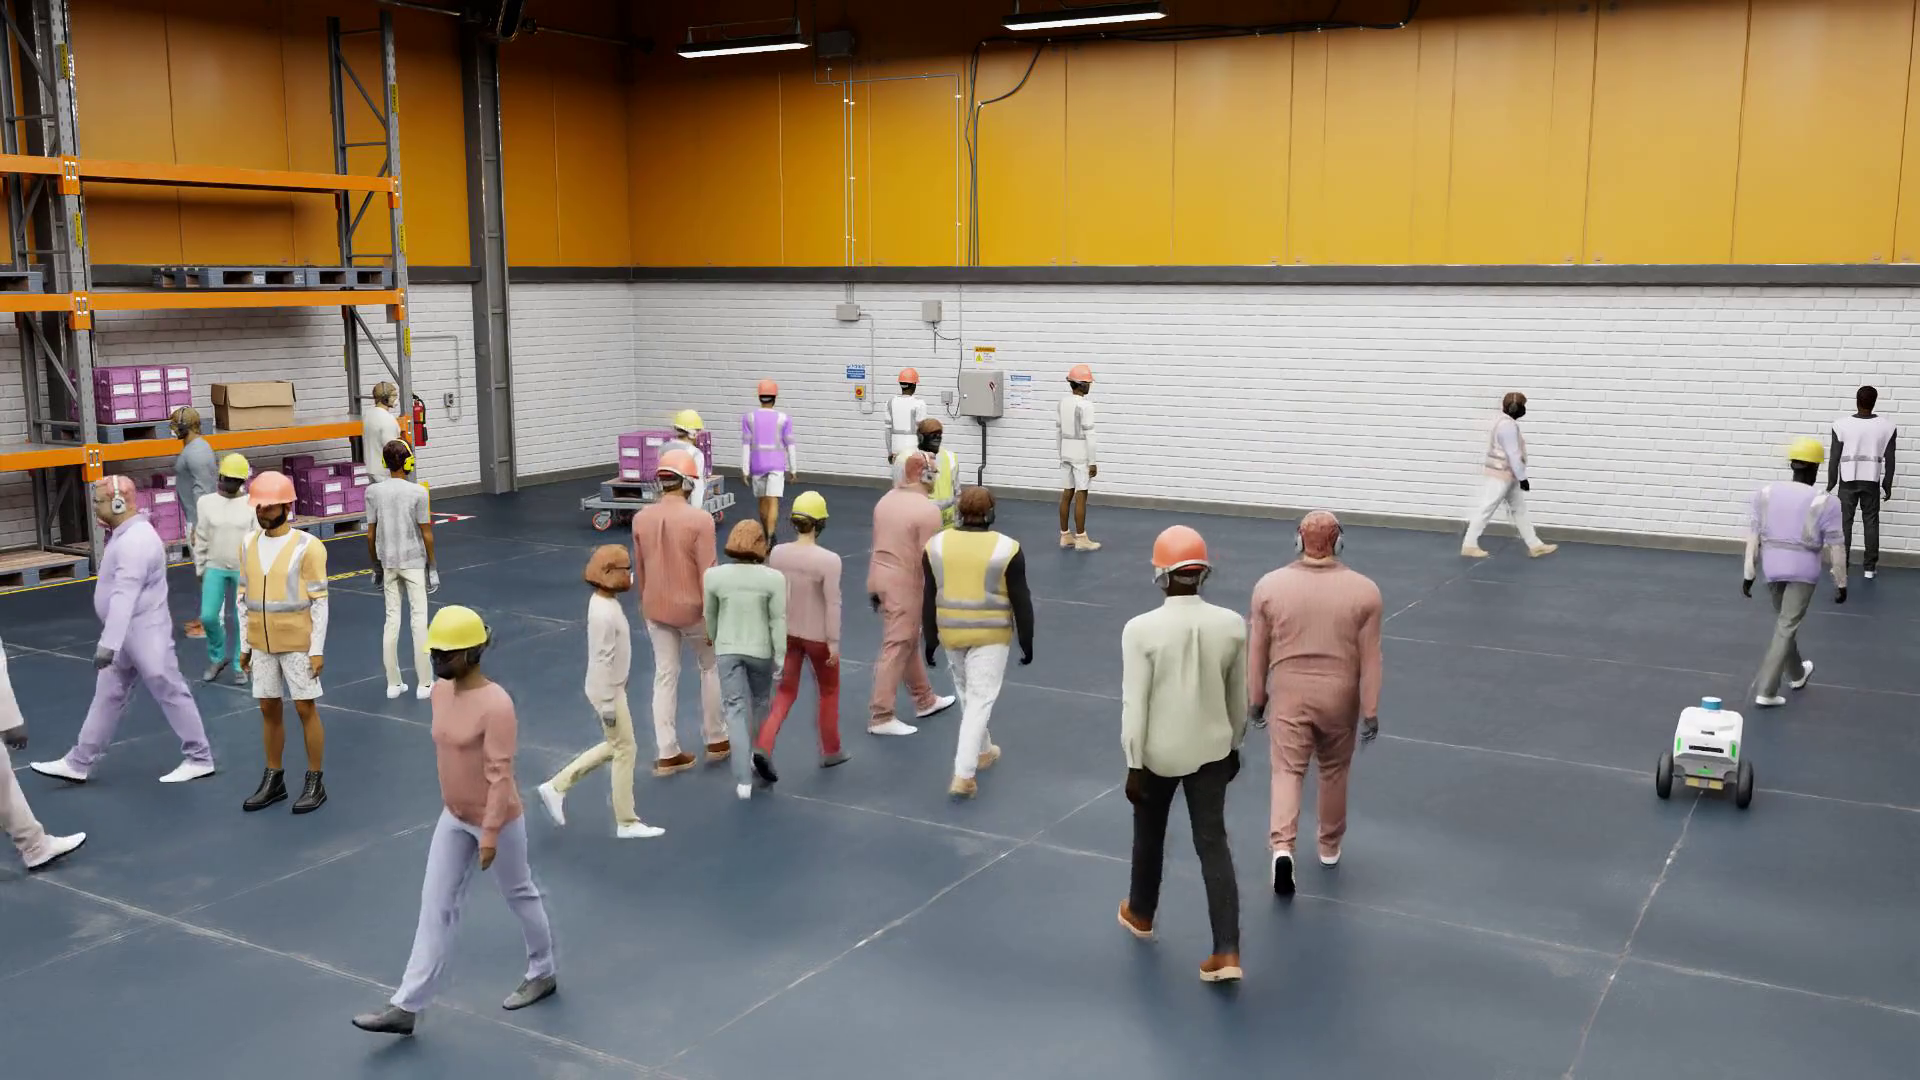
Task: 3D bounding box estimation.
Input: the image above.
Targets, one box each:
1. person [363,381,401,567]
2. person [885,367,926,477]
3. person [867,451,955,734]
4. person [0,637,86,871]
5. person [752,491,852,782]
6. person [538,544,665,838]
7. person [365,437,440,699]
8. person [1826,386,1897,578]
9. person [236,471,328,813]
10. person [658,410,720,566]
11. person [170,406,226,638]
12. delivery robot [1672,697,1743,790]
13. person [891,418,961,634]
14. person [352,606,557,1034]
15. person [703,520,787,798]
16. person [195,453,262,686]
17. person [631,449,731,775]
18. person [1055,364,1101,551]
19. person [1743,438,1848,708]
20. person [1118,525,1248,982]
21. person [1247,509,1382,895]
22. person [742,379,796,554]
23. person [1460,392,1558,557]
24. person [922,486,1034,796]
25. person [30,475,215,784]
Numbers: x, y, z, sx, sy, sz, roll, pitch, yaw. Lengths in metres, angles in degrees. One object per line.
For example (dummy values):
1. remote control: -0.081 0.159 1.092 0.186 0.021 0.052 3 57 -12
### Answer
1. person: -5.890 -0.657 17.037 0.362 1.938 0.631 -7 12 -39
2. person: -0.606 -1.054 19.521 0.552 1.937 0.356 4 10 26
3. person: -0.288 0.345 11.081 0.818 1.858 0.670 -6 11 -31
4. person: -4.718 0.807 8.098 0.682 1.864 0.925 8 12 42
5. person: -0.961 0.576 9.988 0.529 1.740 0.799 5 10 27
6. person: -1.925 0.817 8.869 0.584 1.616 0.499 -2 9 -11
7. person: -3.966 0.204 11.876 0.520 1.874 0.327 1 9 9
8. person: 8.990 -0.577 16.607 0.596 1.917 0.372 3 10 18
9. person: -3.821 0.573 9.361 0.543 1.941 0.353 2 9 11
10. person: -2.473 -0.305 15.318 0.591 1.780 0.902 7 11 35
11. person: -6.361 -0.152 13.894 0.376 1.937 0.629 -4 10 -25
12. delivery robot: 4.370 1.161 9.706 0.477 0.478 0.707 5 10 26
13. person: -0.268 -0.116 14.010 0.626 1.835 0.431 -5 10 -28
14. person: -1.988 1.116 6.622 0.549 1.714 0.892 7 11 37
15. person: -1.268 0.666 9.839 0.495 1.588 0.827 -1 9 -6
16. person: -5.318 0.224 12.175 0.551 1.730 0.423 -1 9 -8
17. person: -1.678 0.422 10.239 0.630 1.954 0.816 4 10 23
18. person: 1.300 -0.904 18.250 0.387 2.045 0.605 -6 11 -32
19. person: 5.935 0.221 11.736 0.974 1.873 0.619 -7 11 -36
20. person: 0.998 0.910 7.243 0.639 1.955 1.019 -3 9 -16
21. person: 1.746 0.789 8.237 0.656 1.880 0.869 2 9 14
22. person: -2.085 -0.803 18.115 0.564 1.894 0.998 0 9 2
23. person: 5.847 -0.679 17.698 1.004 1.783 0.621 3 10 18
24. person: 0.104 0.573 9.832 0.644 1.796 0.969 4 10 21
25. person: -4.938 0.557 9.744 1.009 1.851 0.643 -6 11 -32
